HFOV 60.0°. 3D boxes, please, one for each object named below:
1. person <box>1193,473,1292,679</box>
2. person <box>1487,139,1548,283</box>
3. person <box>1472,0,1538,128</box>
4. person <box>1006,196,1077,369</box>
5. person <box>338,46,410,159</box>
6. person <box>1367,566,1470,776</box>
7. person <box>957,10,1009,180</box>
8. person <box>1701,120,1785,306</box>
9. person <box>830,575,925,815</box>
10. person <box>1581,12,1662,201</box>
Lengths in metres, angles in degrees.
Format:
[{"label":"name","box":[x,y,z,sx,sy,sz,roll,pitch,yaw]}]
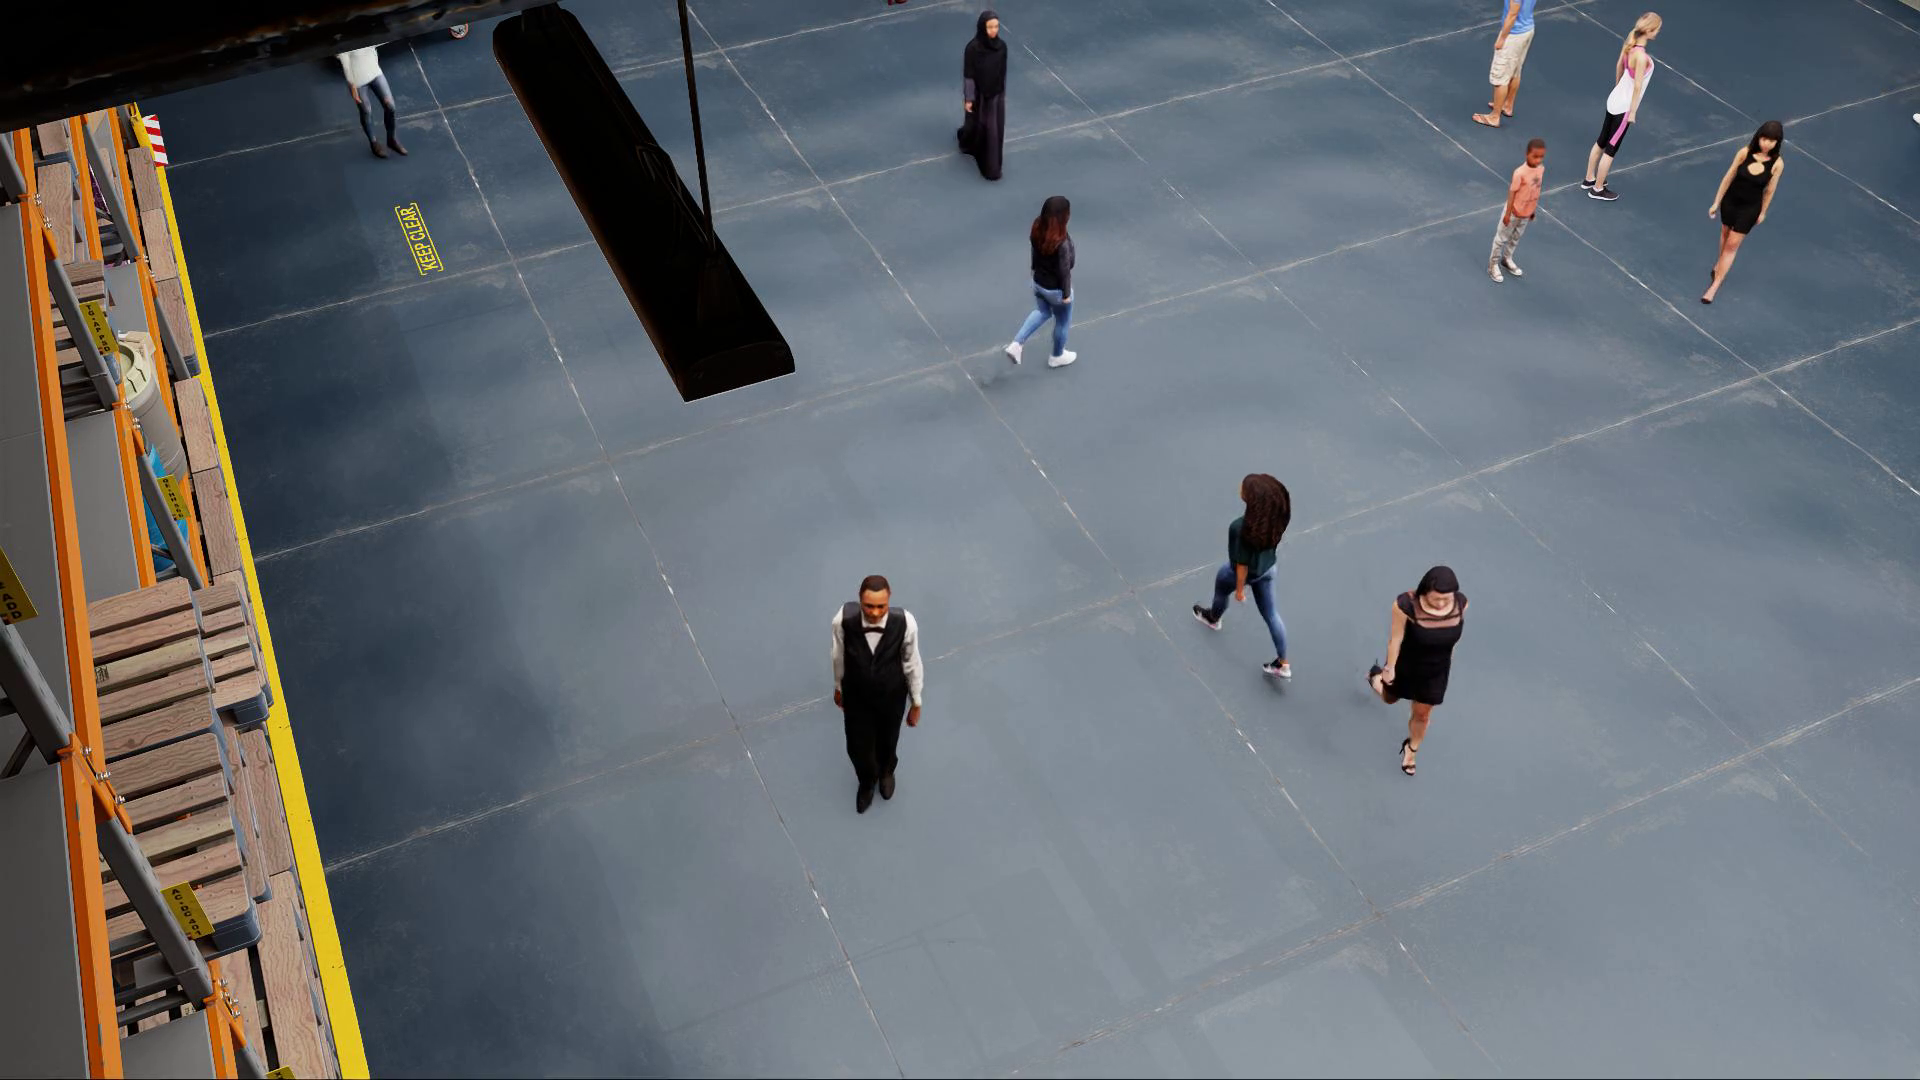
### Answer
[{"label":"person","box":[1.982,0.255,10.913,0.776,1.571,1.195,-28,50,-26]},{"label":"person","box":[4.833,-2.882,14.395,0.473,1.309,0.464,-18,47,-18]},{"label":"person","box":[5.400,-4.935,16.149,0.694,1.862,0.728,34,53,30]},{"label":"person","box":[0.672,-2.011,13.258,0.783,1.616,0.855,-24,49,-23]},{"label":"person","box":[-5.688,-4.378,15.731,0.749,1.633,0.701,32,52,29]},{"label":"person","box":[2.797,0.717,10.348,0.855,1.680,1.073,-4,44,-5]},{"label":"person","box":[0.207,-4.209,15.580,0.677,1.596,0.972,-12,45,-13]},{"label":"person","box":[6.645,-2.851,14.147,1.023,1.606,0.916,28,50,26]},{"label":"person","box":[-0.502,0.832,10.069,0.848,1.900,0.875,1,44,1]},{"label":"person","box":[6.031,-3.964,15.184,0.730,1.788,0.582,-3,44,-3]}]
